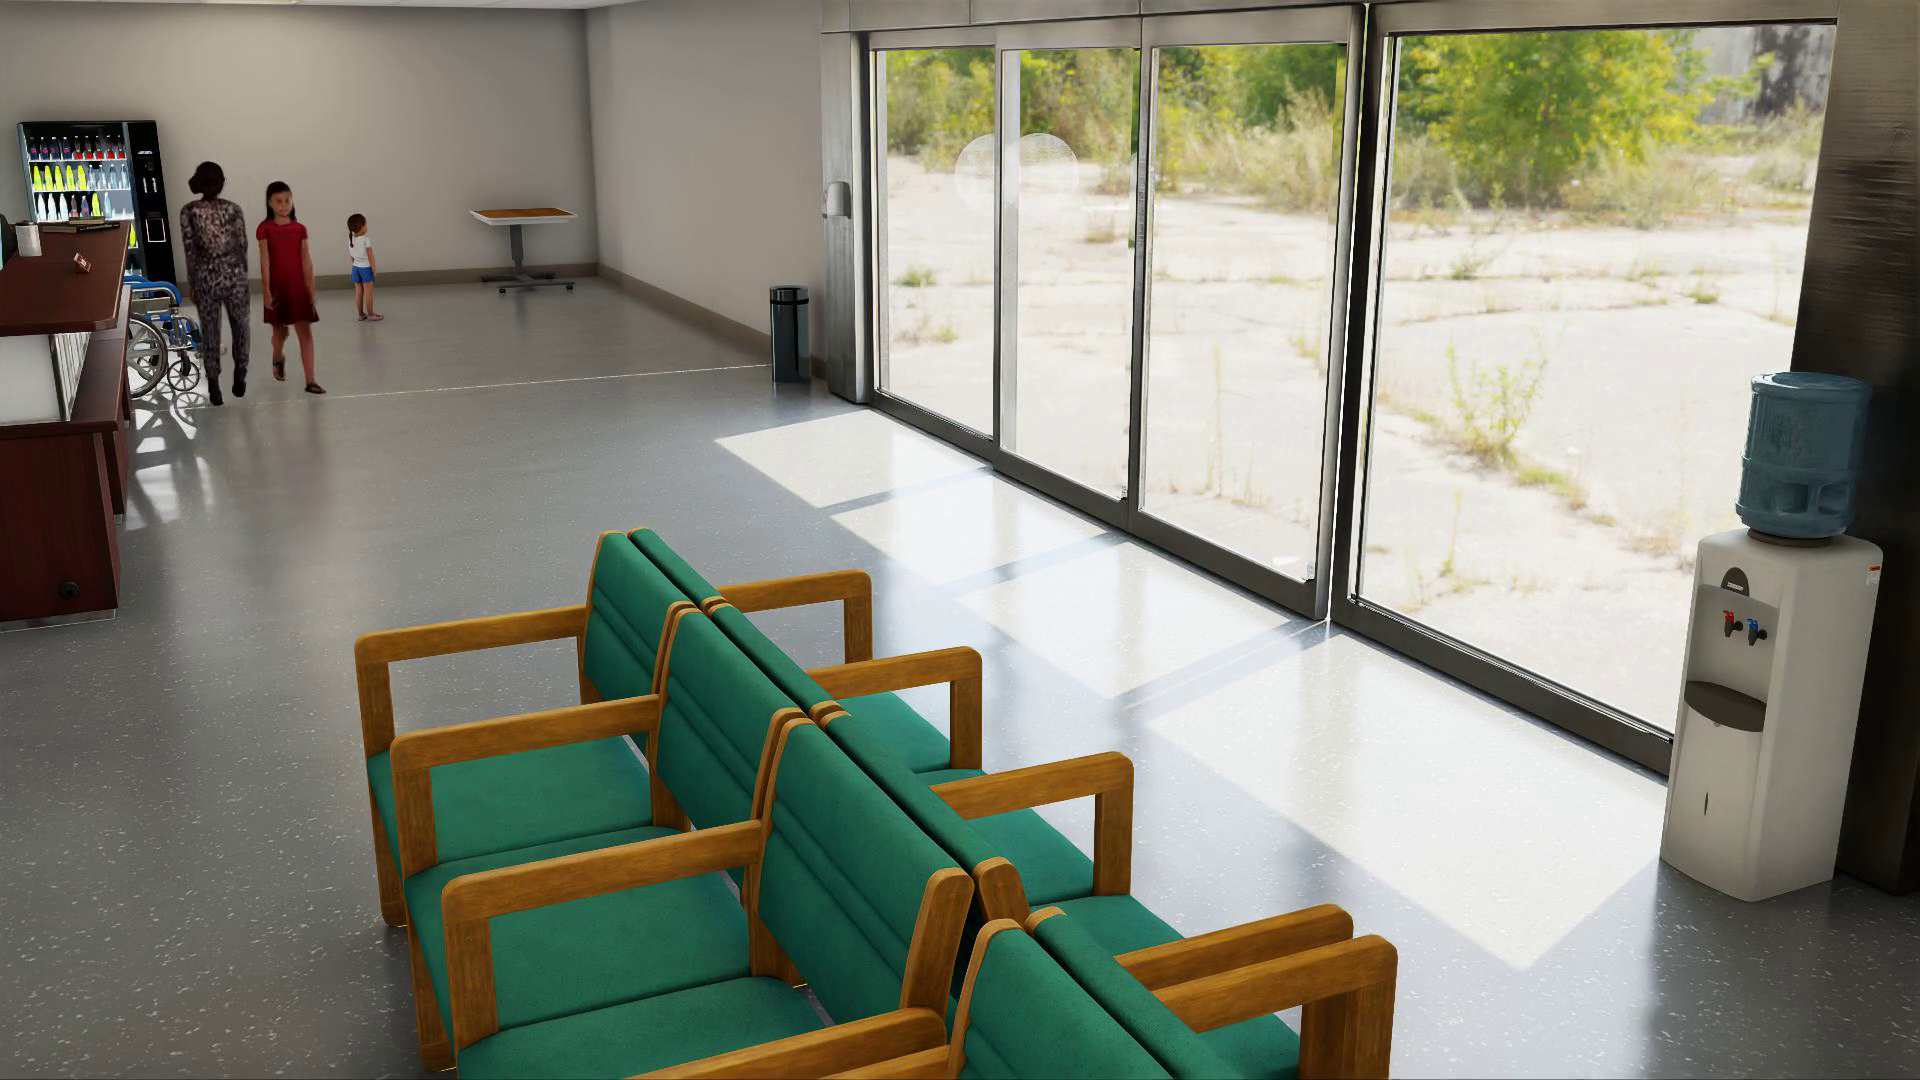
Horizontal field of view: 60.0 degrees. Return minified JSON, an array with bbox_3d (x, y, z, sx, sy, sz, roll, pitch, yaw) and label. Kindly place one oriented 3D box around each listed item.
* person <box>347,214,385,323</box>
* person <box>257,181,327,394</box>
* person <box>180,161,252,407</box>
[{"bbox_3d":[-5.716,-2.609,15.903,0.486,1.019,0.540,7,17,24],"label":"person"},{"bbox_3d":[-4.981,-1.851,12.239,0.850,1.542,0.725,-14,21,-40],"label":"person"},{"bbox_3d":[-5.178,-1.777,11.704,0.729,1.698,0.644,-7,17,-25],"label":"person"}]
